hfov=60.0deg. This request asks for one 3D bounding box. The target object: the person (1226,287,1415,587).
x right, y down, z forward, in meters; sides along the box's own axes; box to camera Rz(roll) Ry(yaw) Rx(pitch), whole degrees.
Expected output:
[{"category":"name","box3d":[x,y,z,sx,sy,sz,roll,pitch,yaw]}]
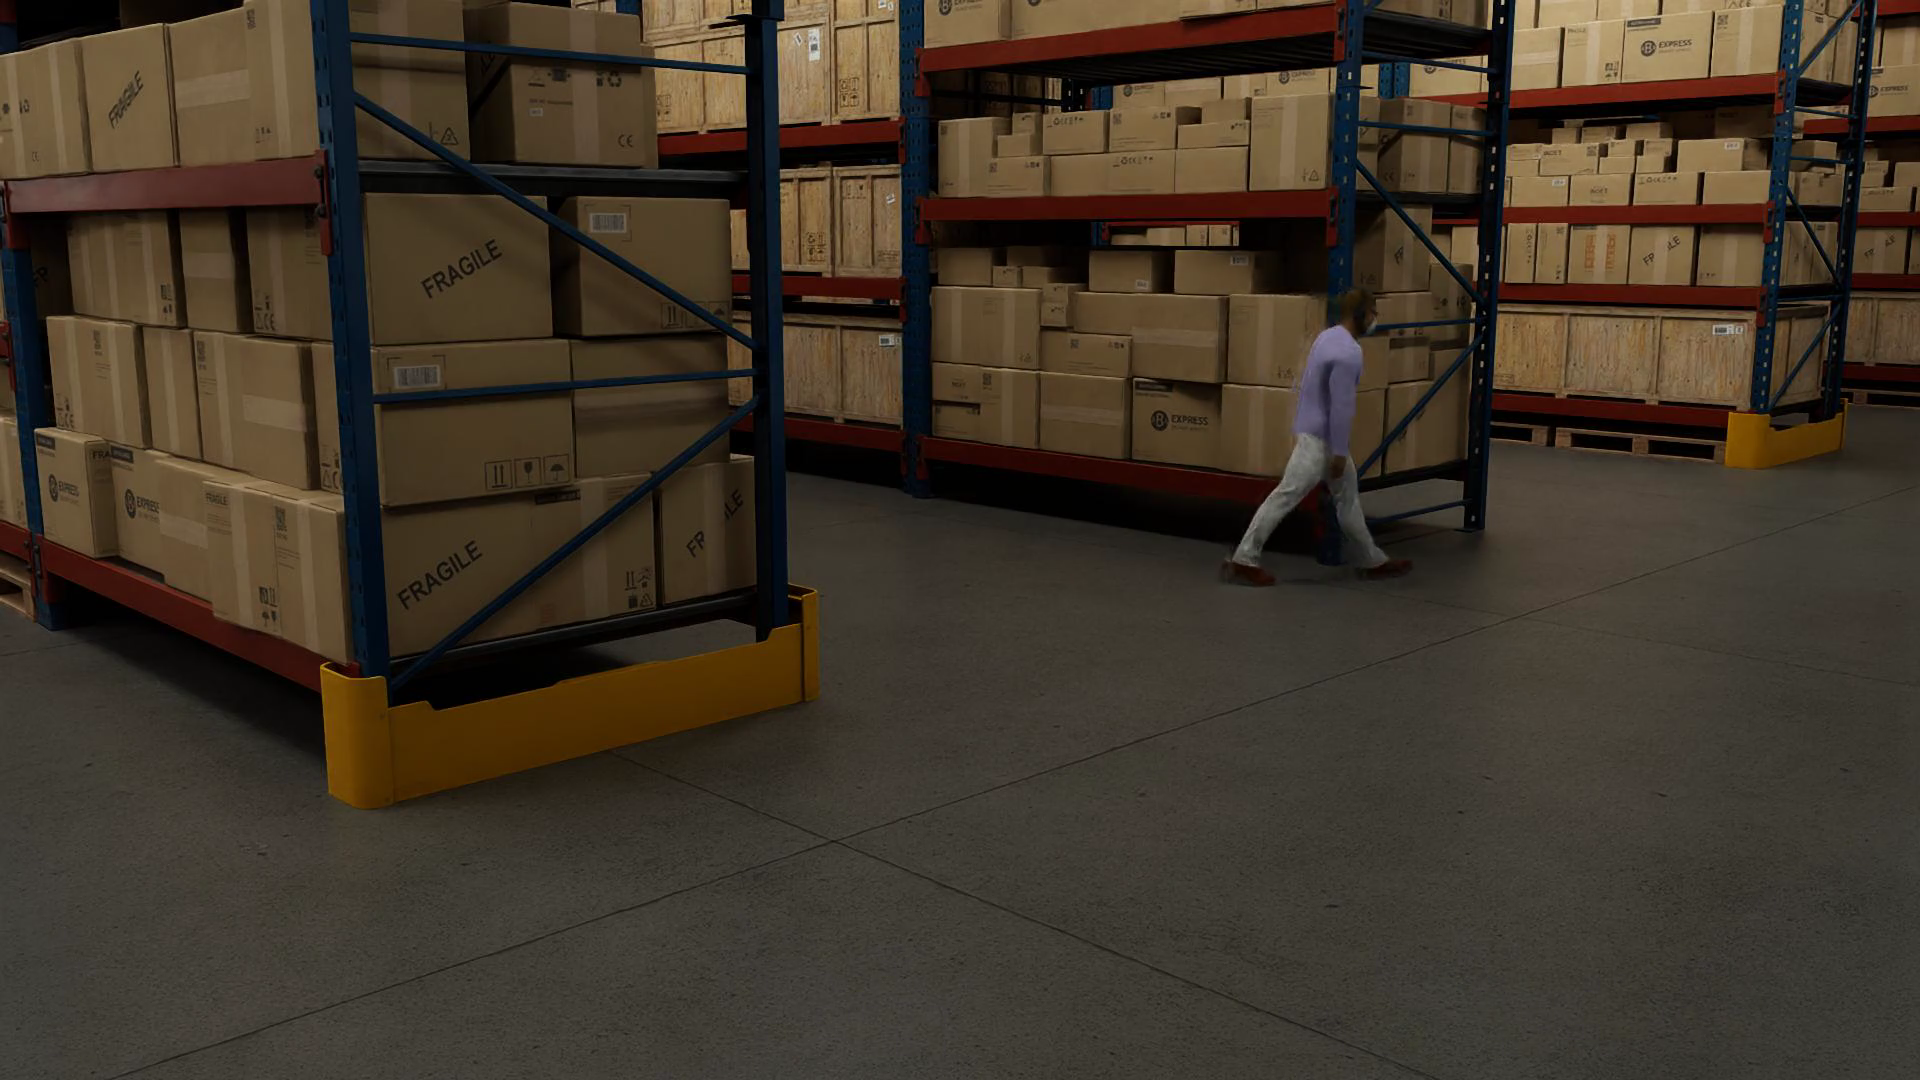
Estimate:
[{"category":"person","box3d":[2.200,-0.618,10.136,1.201,1.837,0.647,0,10,0]}]
